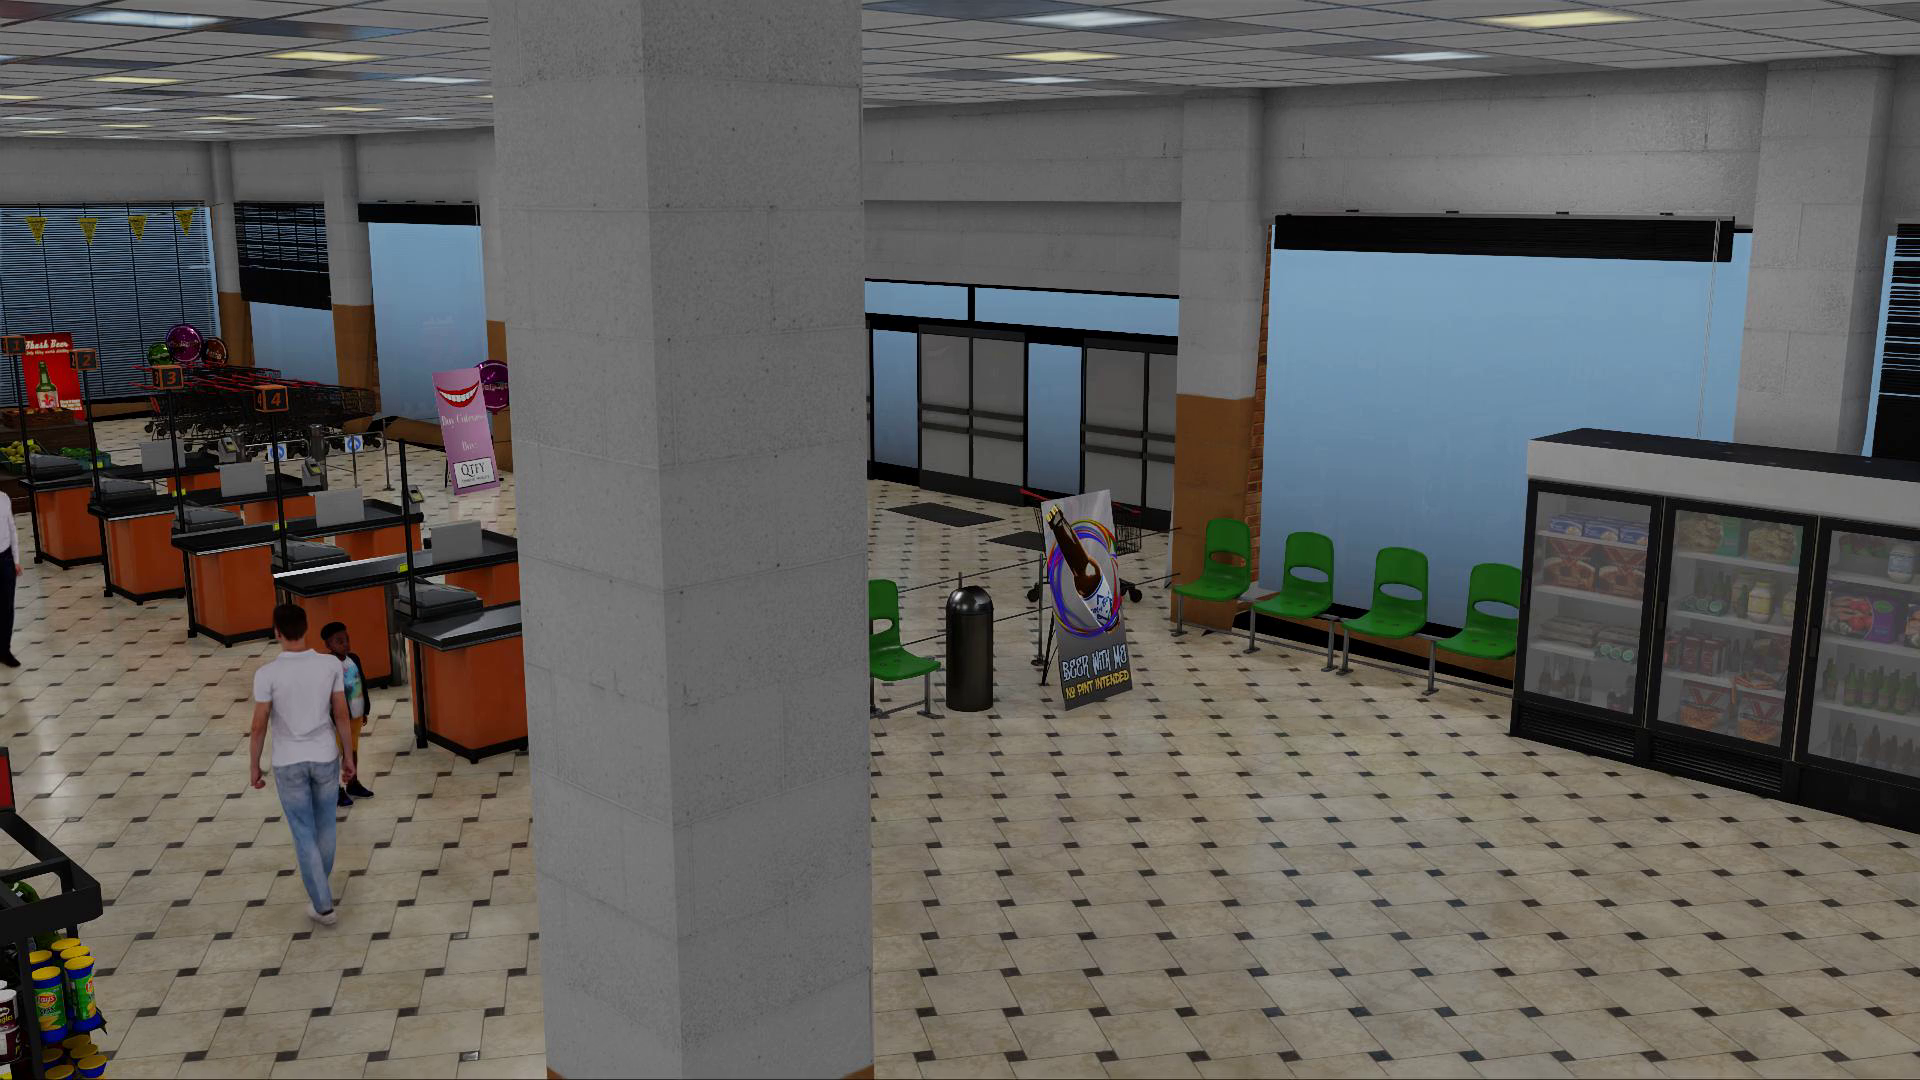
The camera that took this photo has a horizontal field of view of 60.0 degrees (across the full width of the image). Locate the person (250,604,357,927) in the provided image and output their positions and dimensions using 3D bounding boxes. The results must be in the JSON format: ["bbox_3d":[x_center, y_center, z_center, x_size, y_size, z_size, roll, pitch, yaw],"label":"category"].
[{"bbox_3d":[-3.678,1.291,9.402,0.992,1.822,0.810,-9,15,-37],"label":"person"}]

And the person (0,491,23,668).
[{"bbox_3d":[-8.546,0.177,14.610,0.745,1.854,0.751,8,14,35],"label":"person"}]

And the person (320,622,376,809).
[{"bbox_3d":[-4.211,1.167,11.326,0.645,1.271,0.553,5,13,24],"label":"person"}]
